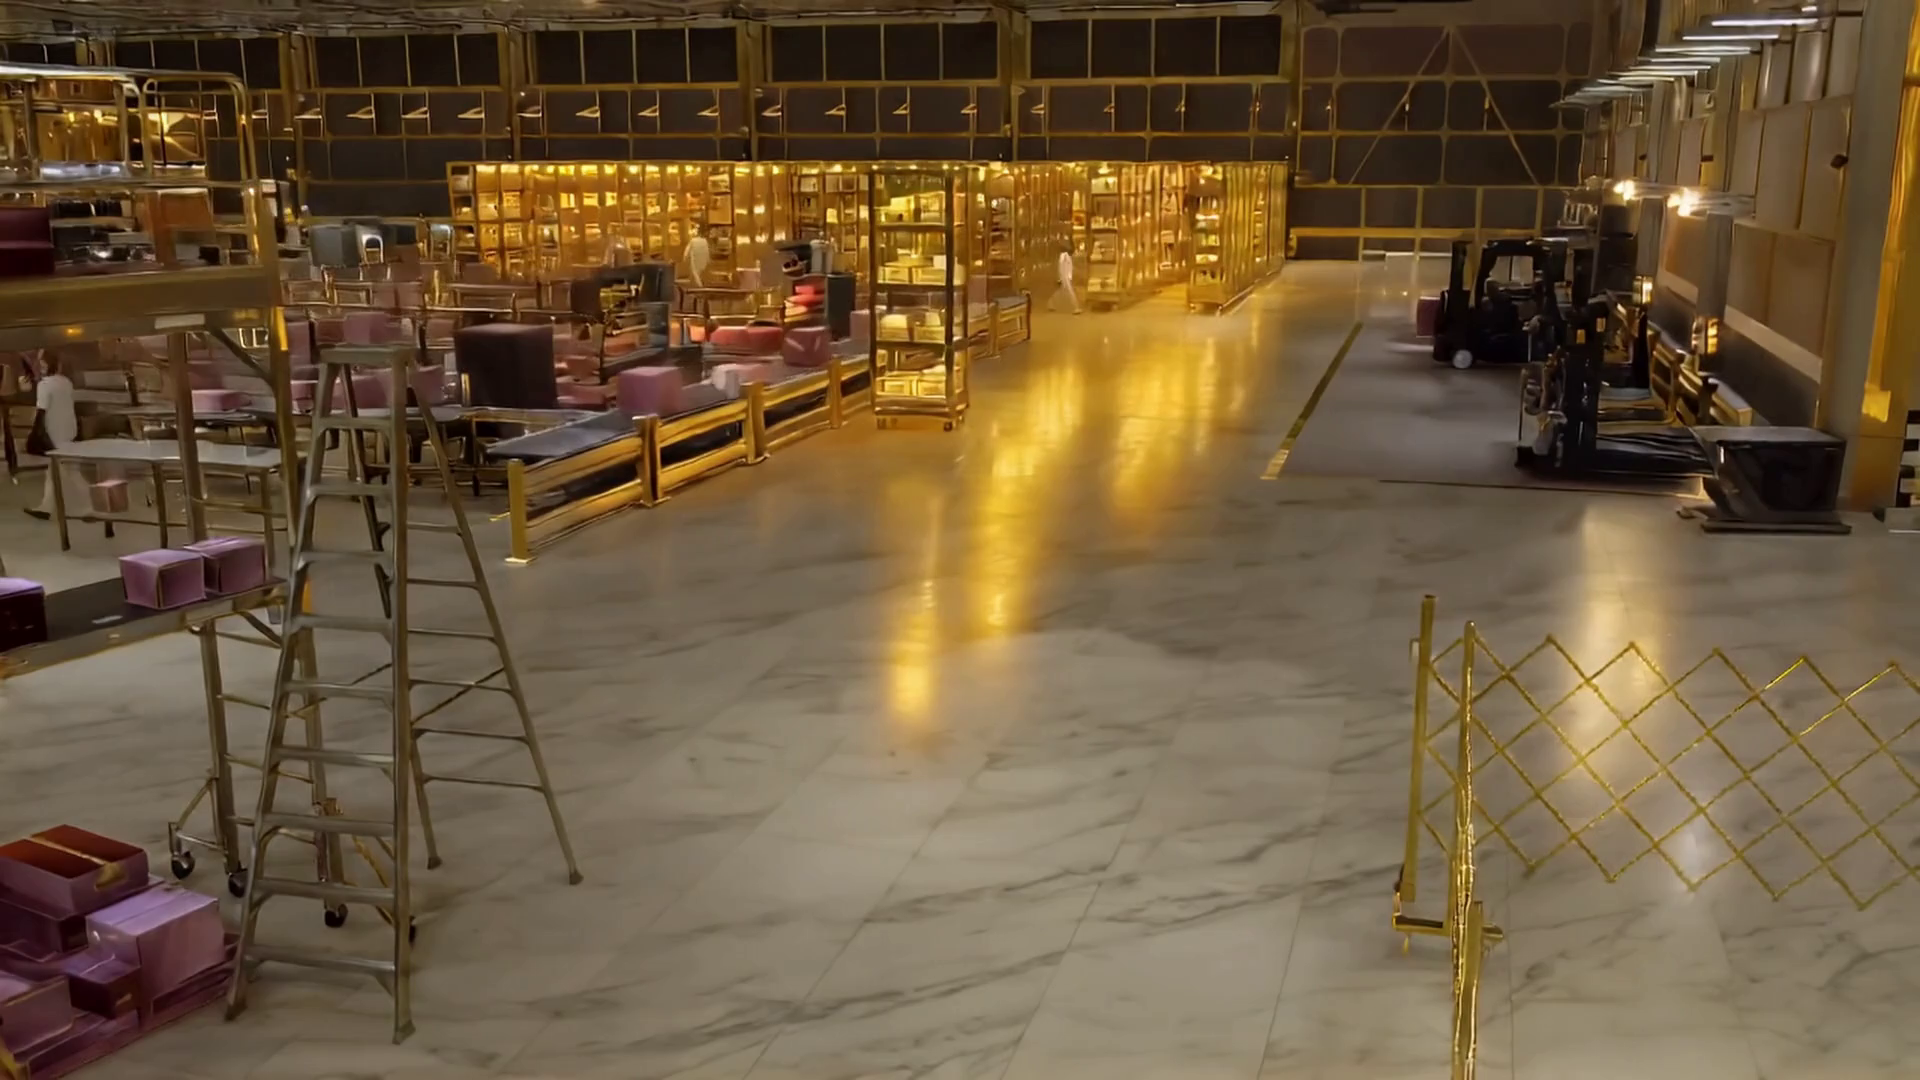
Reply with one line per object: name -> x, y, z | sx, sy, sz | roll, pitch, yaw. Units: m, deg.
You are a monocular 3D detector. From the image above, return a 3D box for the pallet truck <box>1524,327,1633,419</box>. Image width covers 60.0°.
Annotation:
pallet truck -> 9.065, -2.460, 24.370 | 1.522, 1.261, 0.704 | 3, 13, 14

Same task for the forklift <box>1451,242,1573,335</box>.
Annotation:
forklift -> 10.464, -4.597, 31.405 | 2.680, 1.987, 1.157 | 4, 14, 16

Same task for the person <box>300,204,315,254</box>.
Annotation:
person -> -25.173, -11.935, 63.935 | 0.759, 1.909, 0.565 | 3, 13, 11

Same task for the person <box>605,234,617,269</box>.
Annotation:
person -> -8.810, -6.856, 42.237 | 0.567, 1.808, 0.913 | 10, 16, 36

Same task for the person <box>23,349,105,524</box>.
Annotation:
person -> -9.294, -1.052, 17.143 | 0.972, 1.823, 0.527 | 0, 13, 2

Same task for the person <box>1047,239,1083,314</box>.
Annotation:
person -> 2.499, -6.320, 39.945 | 0.902, 1.799, 0.602 | 3, 13, 12

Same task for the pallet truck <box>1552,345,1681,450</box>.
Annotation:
pallet truck -> 8.641, -1.896, 21.908 | 1.630, 1.274, 0.653 | 4, 14, 16

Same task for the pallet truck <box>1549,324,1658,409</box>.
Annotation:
pallet truck -> 9.824, -2.669, 25.407 | 1.601, 1.201, 0.680 | 4, 14, 16

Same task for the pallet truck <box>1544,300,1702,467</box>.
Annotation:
pallet truck -> 8.263, -1.952, 20.631 | 1.885, 1.965, 0.823 | 5, 14, 20

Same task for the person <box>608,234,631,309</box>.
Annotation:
person -> -8.207, -6.439, 40.241 | 0.512, 1.897, 0.651 | 8, 15, 31

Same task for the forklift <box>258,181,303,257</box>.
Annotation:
forklift -> -25.625, -11.976, 62.002 | 1.129, 2.768, 1.873 | 4, 14, 16

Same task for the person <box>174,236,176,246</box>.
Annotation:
person -> -24.560, -9.041, 51.402 | 0.612, 1.936, 0.414 | -9, 16, -34

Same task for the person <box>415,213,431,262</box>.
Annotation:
person -> -19.121, -10.755, 59.239 | 0.485, 1.735, 0.347 | -7, 15, -28

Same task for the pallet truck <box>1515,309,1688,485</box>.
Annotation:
pallet truck -> 7.554, -1.677, 19.446 | 1.885, 1.965, 0.823 | 3, 13, 14

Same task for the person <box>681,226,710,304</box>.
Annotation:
person -> -6.794, -7.076, 42.821 | 0.809, 1.956, 0.676 | 11, 17, 39

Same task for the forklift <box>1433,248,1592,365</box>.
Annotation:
forklift -> 9.780, -4.111, 29.280 | 2.680, 1.987, 1.157 | 3, 13, 14
